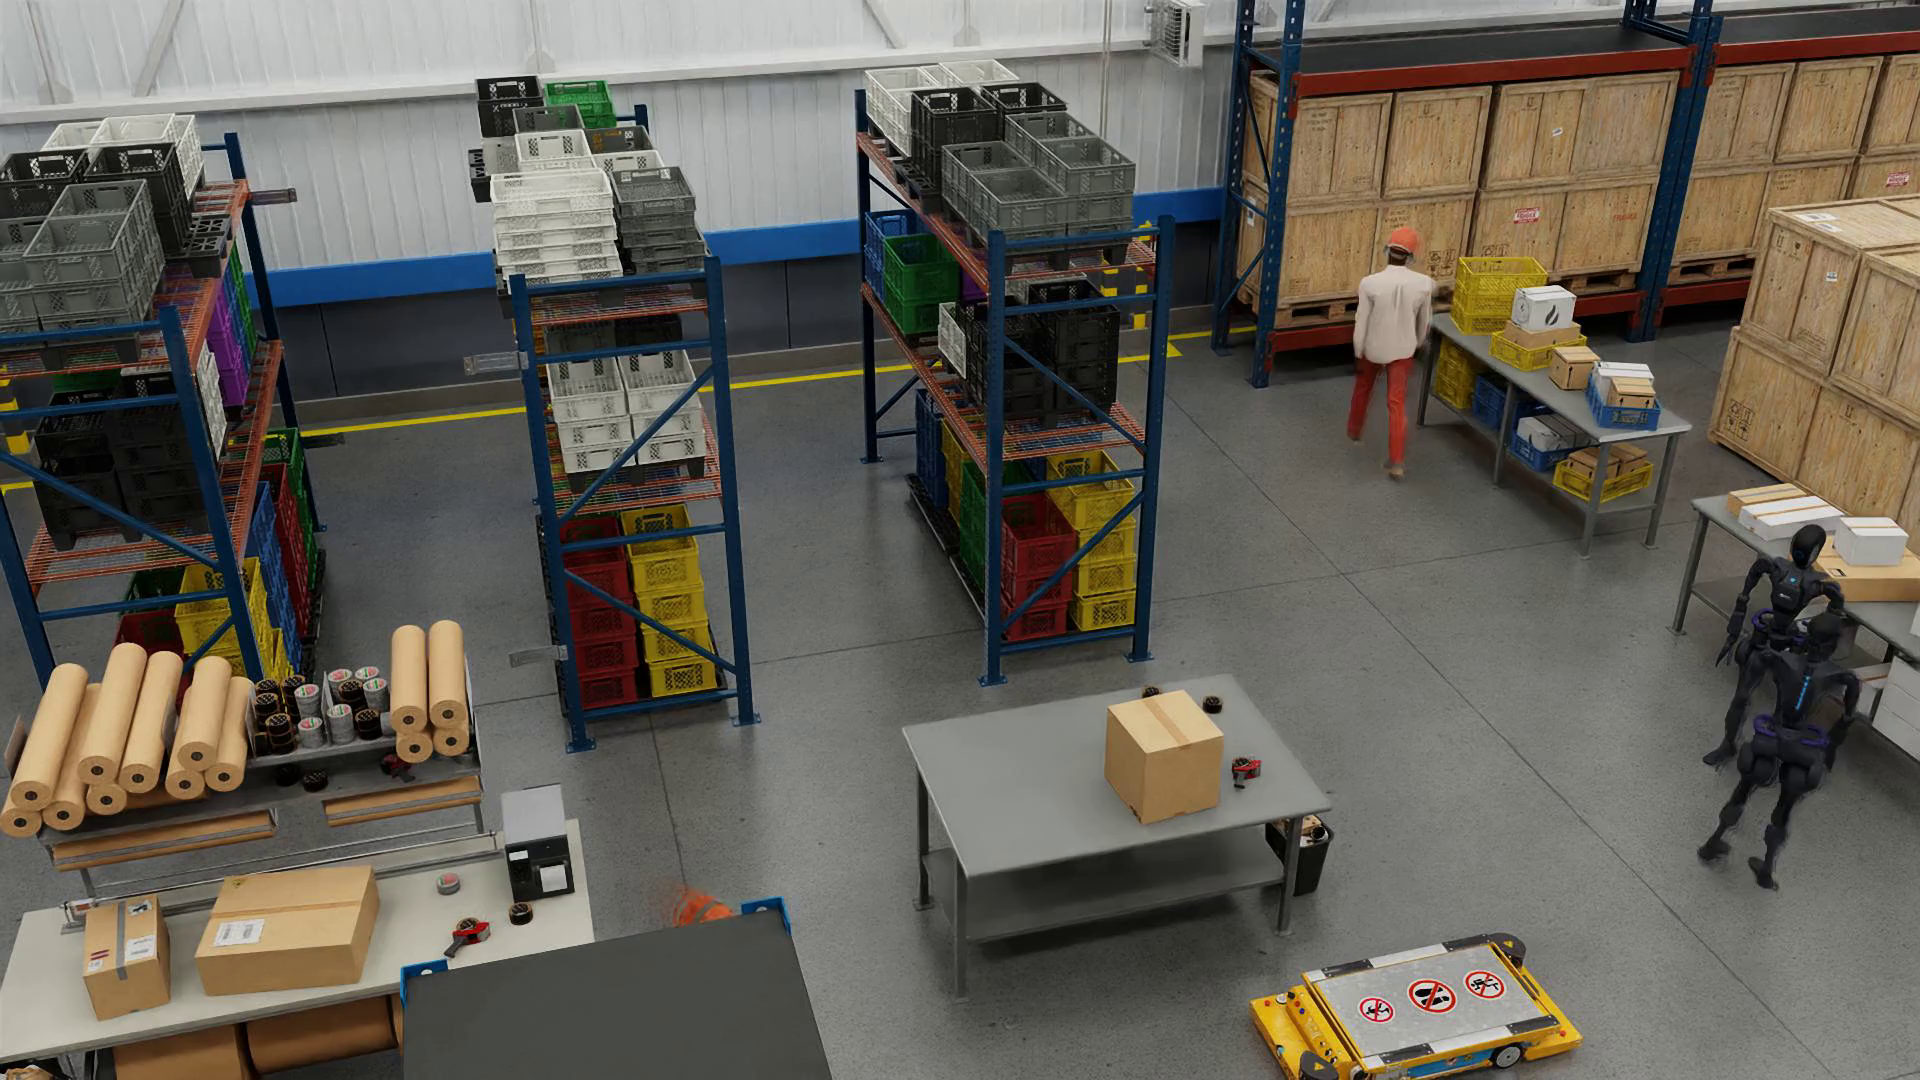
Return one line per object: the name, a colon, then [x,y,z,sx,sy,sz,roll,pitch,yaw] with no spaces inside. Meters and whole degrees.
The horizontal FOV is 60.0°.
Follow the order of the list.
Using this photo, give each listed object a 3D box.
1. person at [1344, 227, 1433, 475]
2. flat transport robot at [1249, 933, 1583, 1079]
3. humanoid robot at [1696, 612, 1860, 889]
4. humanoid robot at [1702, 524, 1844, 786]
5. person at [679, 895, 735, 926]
person: [3.410,-1.512,13.190,0.613,1.939,0.986,1,29,2]
flat transport robot: [2.184,2.282,7.980,1.431,0.197,0.652,-8,30,-14]
humanoid robot: [4.316,1.073,8.749,0.582,1.635,0.429,14,32,24]
humanoid robot: [4.664,0.651,9.504,0.601,1.653,0.327,25,37,37]
person: [-0.975,2.151,6.590,0.595,1.867,0.491,-26,38,-38]
